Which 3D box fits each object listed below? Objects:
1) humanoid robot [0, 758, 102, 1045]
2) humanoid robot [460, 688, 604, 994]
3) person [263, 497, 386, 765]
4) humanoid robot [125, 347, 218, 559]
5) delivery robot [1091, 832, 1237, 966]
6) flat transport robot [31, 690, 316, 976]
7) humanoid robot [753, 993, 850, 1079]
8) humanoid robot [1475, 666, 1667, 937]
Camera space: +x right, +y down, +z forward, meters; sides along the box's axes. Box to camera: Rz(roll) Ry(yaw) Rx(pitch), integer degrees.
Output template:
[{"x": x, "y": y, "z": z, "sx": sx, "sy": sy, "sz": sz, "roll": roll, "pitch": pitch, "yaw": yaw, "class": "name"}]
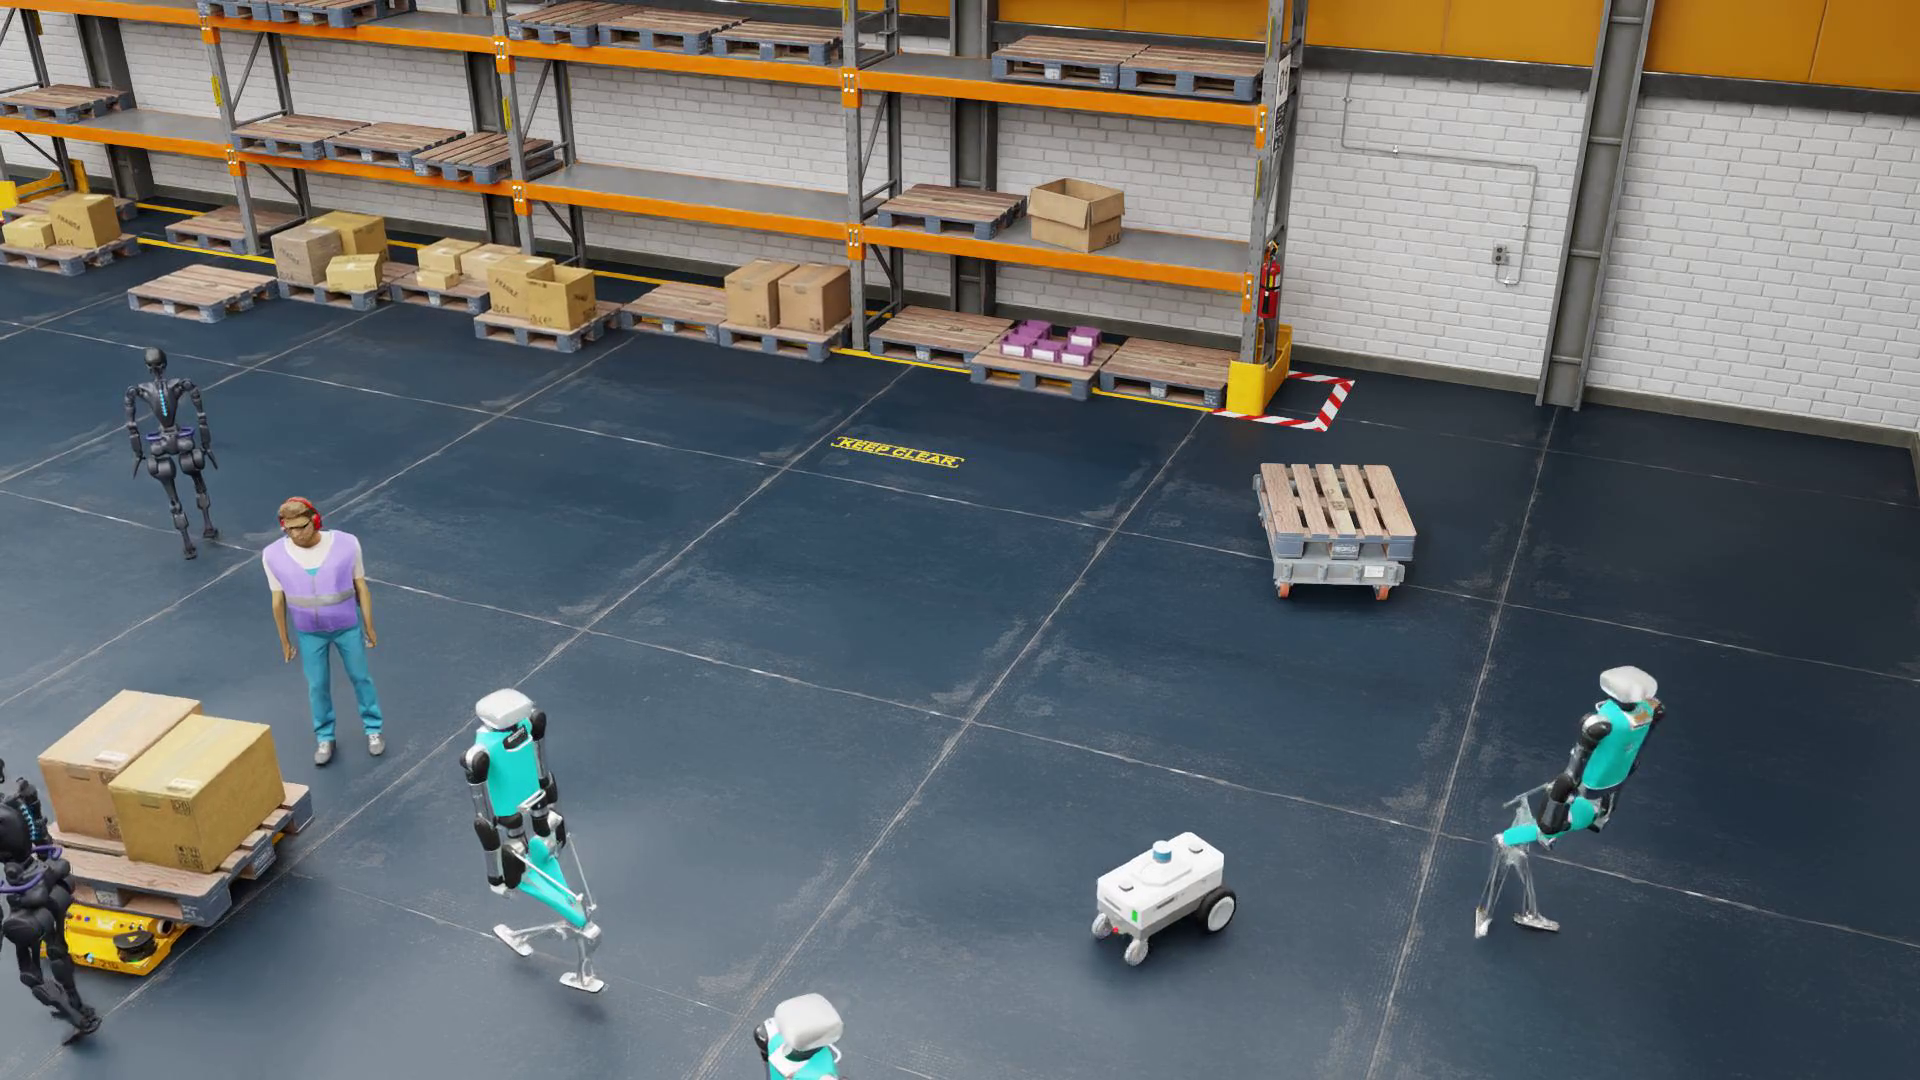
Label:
[{"x": -4.490, "y": 1.724, "z": 8.066, "sx": 0.372, "sy": 1.652, "sz": 0.586, "roll": 1, "pitch": 27, "yaw": 1, "class": "humanoid robot"}, {"x": -2.047, "y": 1.572, "z": 8.280, "sx": 1.009, "sy": 1.734, "sz": 0.549, "roll": 13, "pitch": 30, "yaw": 23, "class": "humanoid robot"}, {"x": -3.879, "y": 0.534, "z": 10.198, "sx": 0.562, "sy": 1.828, "sz": 0.422, "roll": -6, "pitch": 28, "yaw": -12, "class": "person"}, {"x": -6.034, "y": -0.680, "z": 12.725, "sx": 0.593, "sy": 1.644, "sz": 0.482, "roll": -13, "pitch": 30, "yaw": -23, "class": "humanoid robot"}, {"x": 1.079, "y": 1.883, "z": 8.954, "sx": 0.774, "sy": 0.581, "sz": 0.499, "roll": -20, "pitch": 33, "yaw": -33, "class": "delivery robot"}, {"x": -4.407, "y": 1.858, "z": 9.328, "sx": 0.659, "sy": 0.231, "sz": 1.431, "roll": 6, "pitch": 28, "yaw": 12, "class": "flat transport robot"}, {"x": -0.407, "y": 2.462, "z": 6.570, "sx": 0.715, "sy": 1.804, "sz": 0.552, "roll": -21, "pitch": 34, "yaw": -35, "class": "humanoid robot"}, {"x": 3.093, "y": 1.349, "z": 8.720, "sx": 0.609, "sy": 1.780, "sz": 0.827, "roll": -14, "pitch": 31, "yaw": -26, "class": "humanoid robot"}]
